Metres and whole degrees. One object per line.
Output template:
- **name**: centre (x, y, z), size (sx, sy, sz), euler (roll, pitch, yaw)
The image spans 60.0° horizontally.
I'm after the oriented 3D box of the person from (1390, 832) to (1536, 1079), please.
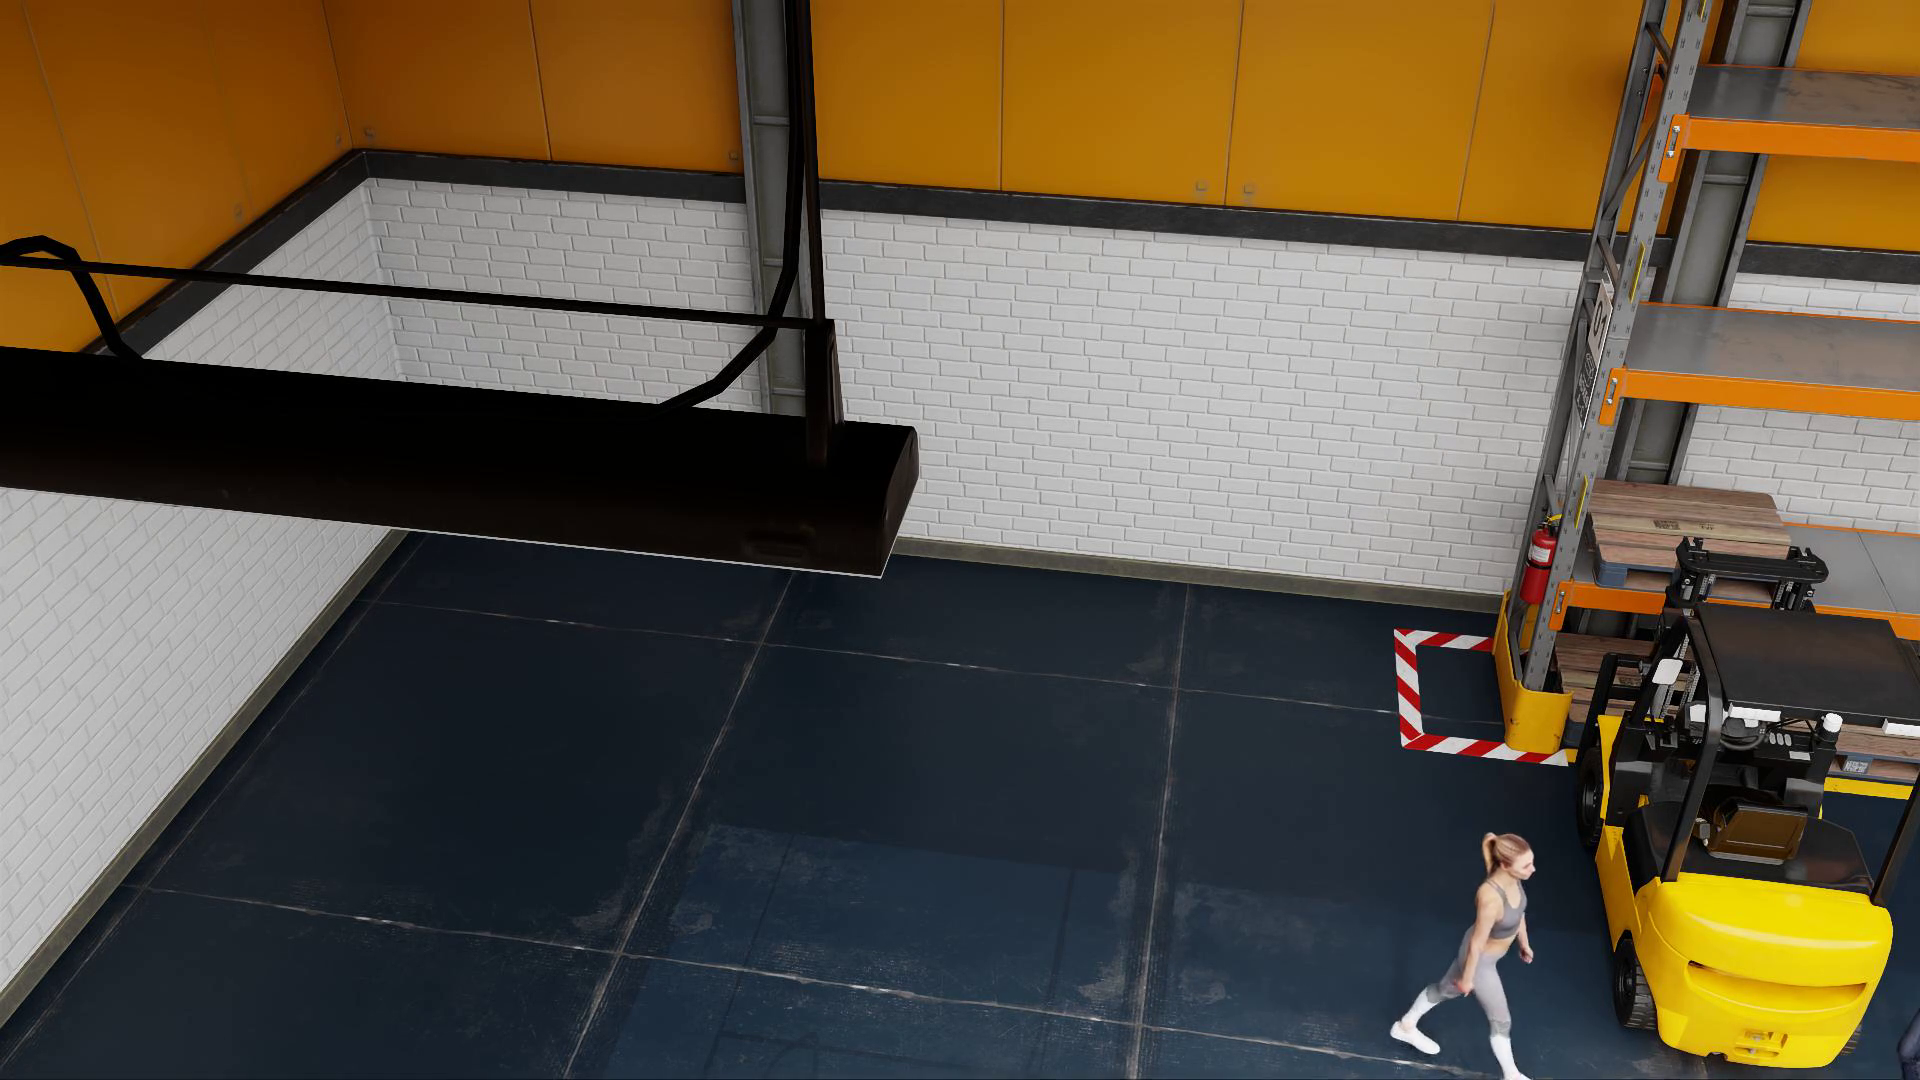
- **person**: centre (2.588, 2.110, 8.503), size (1.181, 1.655, 0.851), euler (18, 38, 25)
